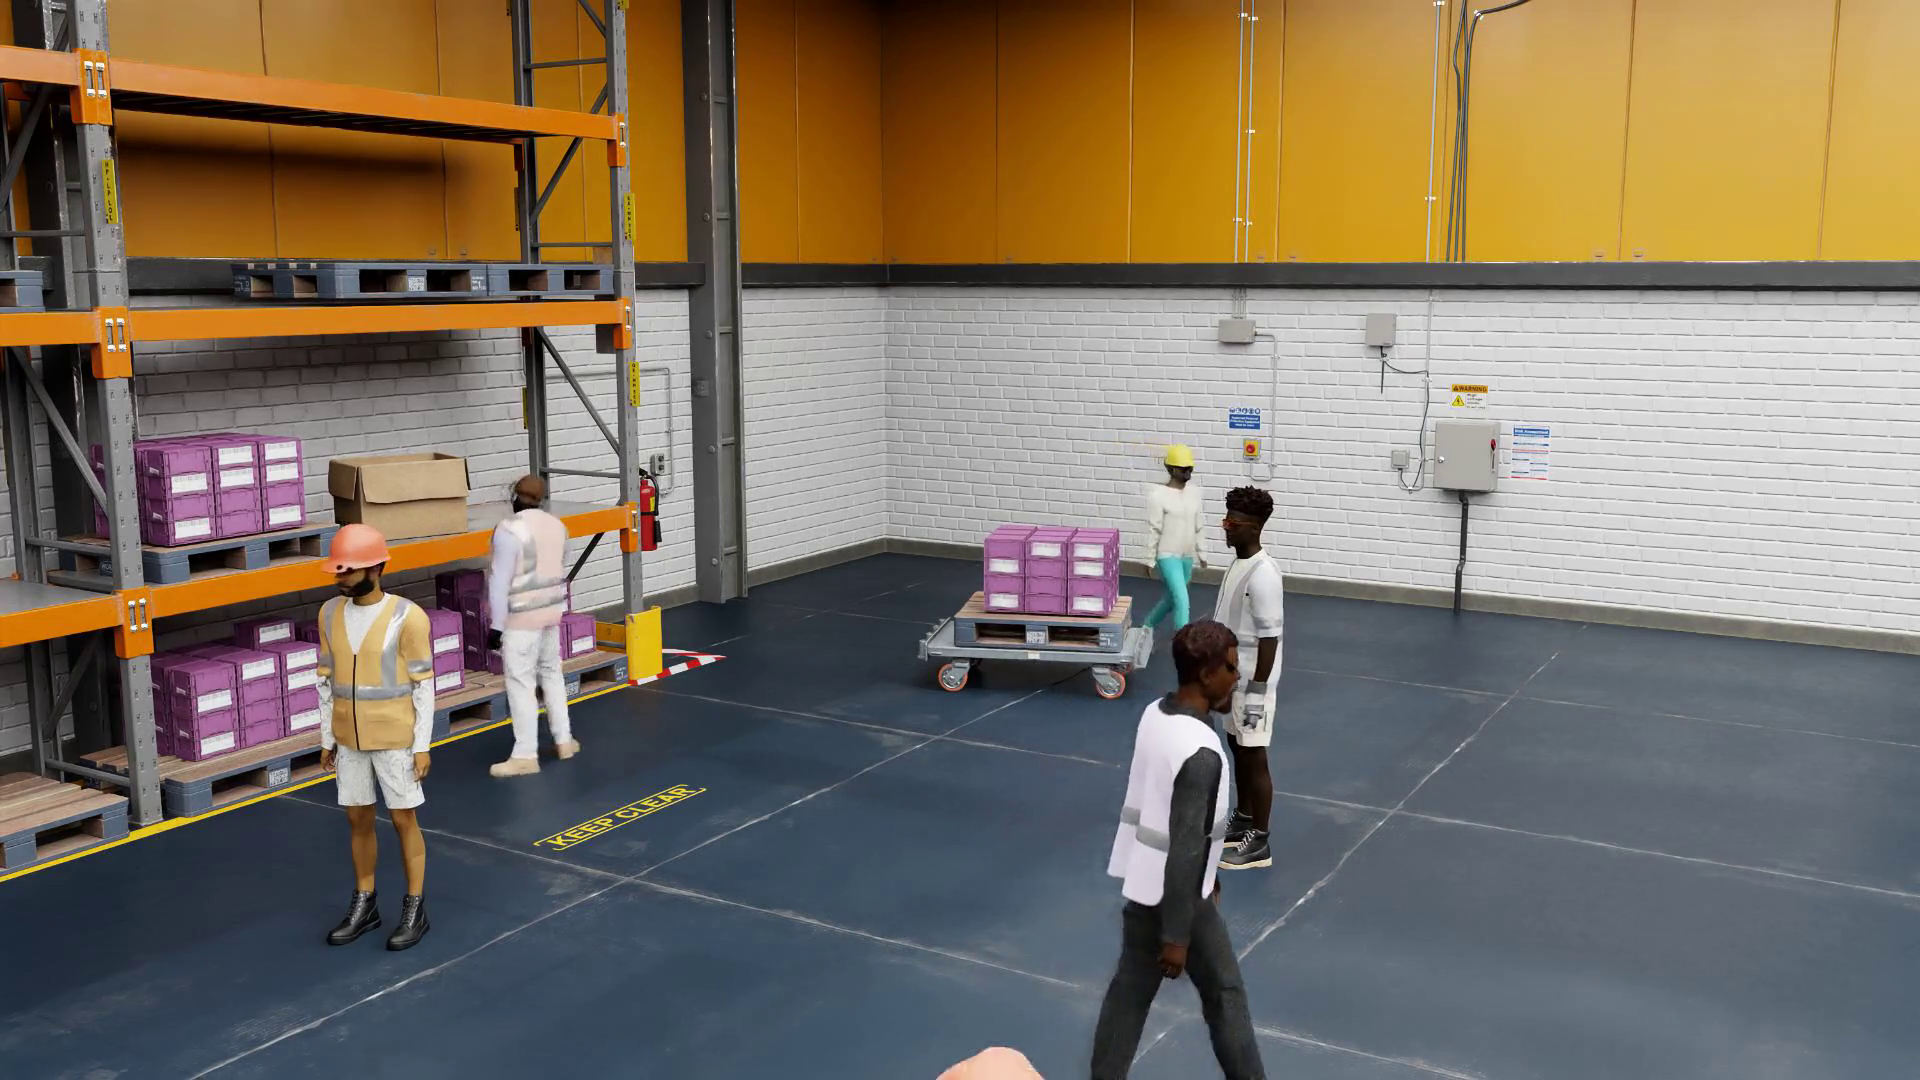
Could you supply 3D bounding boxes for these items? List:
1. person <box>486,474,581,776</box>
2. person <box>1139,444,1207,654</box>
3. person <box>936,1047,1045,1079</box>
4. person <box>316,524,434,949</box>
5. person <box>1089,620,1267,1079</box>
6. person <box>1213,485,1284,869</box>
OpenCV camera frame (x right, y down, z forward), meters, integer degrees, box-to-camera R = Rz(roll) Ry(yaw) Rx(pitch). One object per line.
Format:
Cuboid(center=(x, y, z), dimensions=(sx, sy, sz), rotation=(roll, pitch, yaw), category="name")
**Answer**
Cuboid(center=(-2.642, 0.510, 10.189), dimensions=(0.433, 1.809, 0.701), rotation=(4, 10, 21), category="person")
Cuboid(center=(1.649, 0.101, 12.936), dimensions=(0.531, 1.726, 0.825), rotation=(-7, 11, -37), category="person")
Cuboid(center=(-0.012, 1.694, 2.493), dimensions=(0.543, 1.903, 0.963), rotation=(3, 10, 17), category="person")
Cuboid(center=(-2.634, 0.881, 7.450), dimensions=(0.552, 1.934, 0.366), rotation=(2, 9, 13), category="person")
Cuboid(center=(0.852, 1.193, 5.684), dimensions=(0.957, 1.873, 0.618), rotation=(-2, 9, -12), category="person")
Cuboid(center=(1.456, 0.693, 8.526), dimensions=(0.361, 1.965, 0.613), rotation=(-1, 9, -4), category="person")
